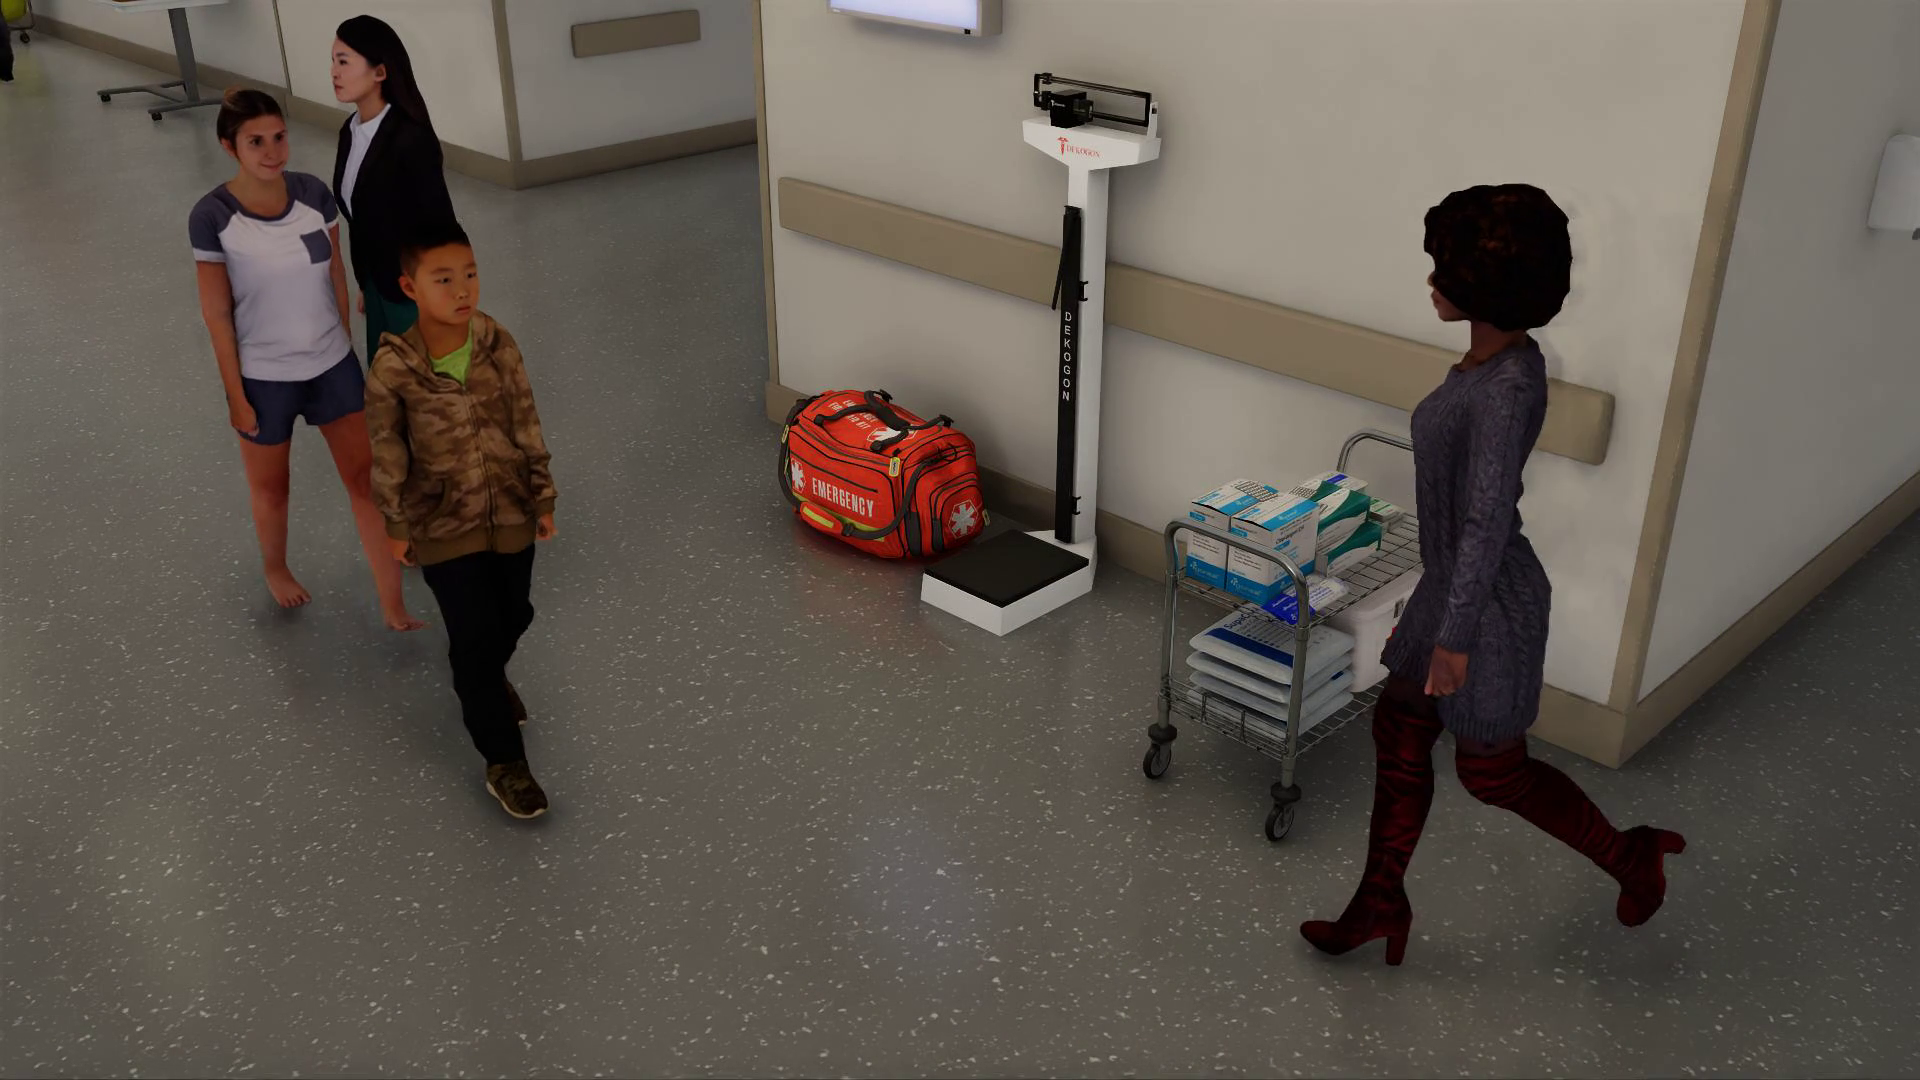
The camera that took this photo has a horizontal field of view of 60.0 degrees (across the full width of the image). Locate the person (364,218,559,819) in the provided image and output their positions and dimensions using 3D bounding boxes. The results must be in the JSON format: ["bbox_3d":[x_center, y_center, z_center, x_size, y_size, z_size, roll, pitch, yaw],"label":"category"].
[{"bbox_3d":[-1.234,-0.082,4.139,0.606,1.433,0.893,-21,33,-37],"label":"person"}]

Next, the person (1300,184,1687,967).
[{"bbox_3d":[1.112,0.165,3.340,1.112,1.682,0.970,3,26,6],"label":"person"}]

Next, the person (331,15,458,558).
[{"bbox_3d":[-1.666,-0.695,5.057,0.503,1.739,0.712,19,31,33],"label":"person"}]

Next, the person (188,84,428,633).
[{"bbox_3d":[-1.952,-0.495,4.821,0.646,1.583,1.001,-21,33,-37],"label":"person"}]
